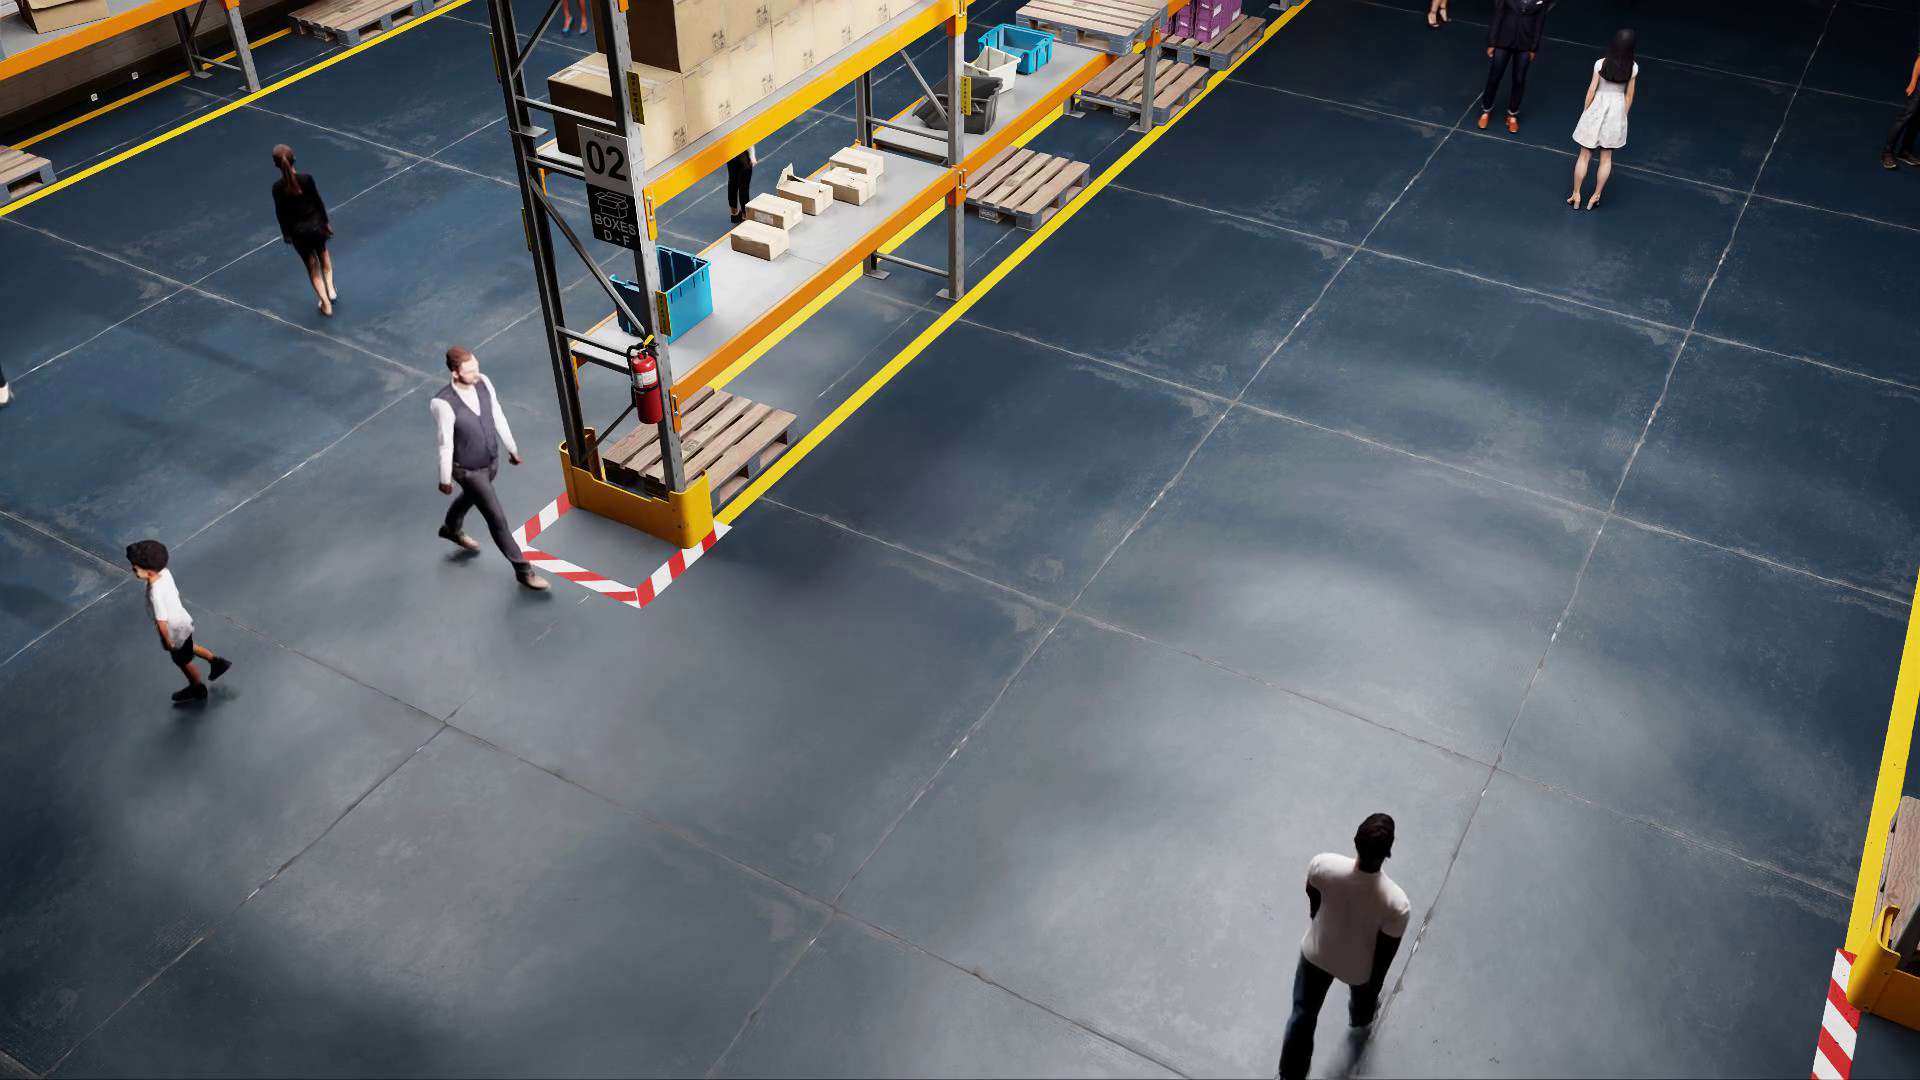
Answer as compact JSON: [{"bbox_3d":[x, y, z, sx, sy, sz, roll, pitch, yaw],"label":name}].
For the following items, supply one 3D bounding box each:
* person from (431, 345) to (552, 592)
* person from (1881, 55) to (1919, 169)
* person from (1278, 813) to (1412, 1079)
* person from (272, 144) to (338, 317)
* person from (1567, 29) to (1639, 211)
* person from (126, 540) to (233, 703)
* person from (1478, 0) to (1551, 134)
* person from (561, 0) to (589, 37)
[{"bbox_3d":[-3.379,-0.550,11.354,0.810,1.907,1.198,15,41,18],"label":"person"},{"bbox_3d":[9.618,-4.563,16.475,0.709,1.788,0.763,-9,39,-11],"label":"person"},{"bbox_3d":[1.828,2.080,8.130,0.703,1.820,1.085,21,43,24],"label":"person"},{"bbox_3d":[-5.586,-2.638,14.260,0.695,1.544,0.751,-22,44,-25],"label":"person"},{"bbox_3d":[6.100,-3.974,15.748,0.713,1.775,0.716,10,40,12],"label":"person"},{"bbox_3d":[-4.934,0.508,10.557,0.723,1.250,0.662,-10,40,-13],"label":"person"},{"bbox_3d":[5.721,-5.117,17.147,0.743,1.815,0.674,11,40,13],"label":"person"},{"bbox_3d":[-4.550,-6.710,19.200,0.590,1.743,0.543,14,41,17],"label":"person"}]
